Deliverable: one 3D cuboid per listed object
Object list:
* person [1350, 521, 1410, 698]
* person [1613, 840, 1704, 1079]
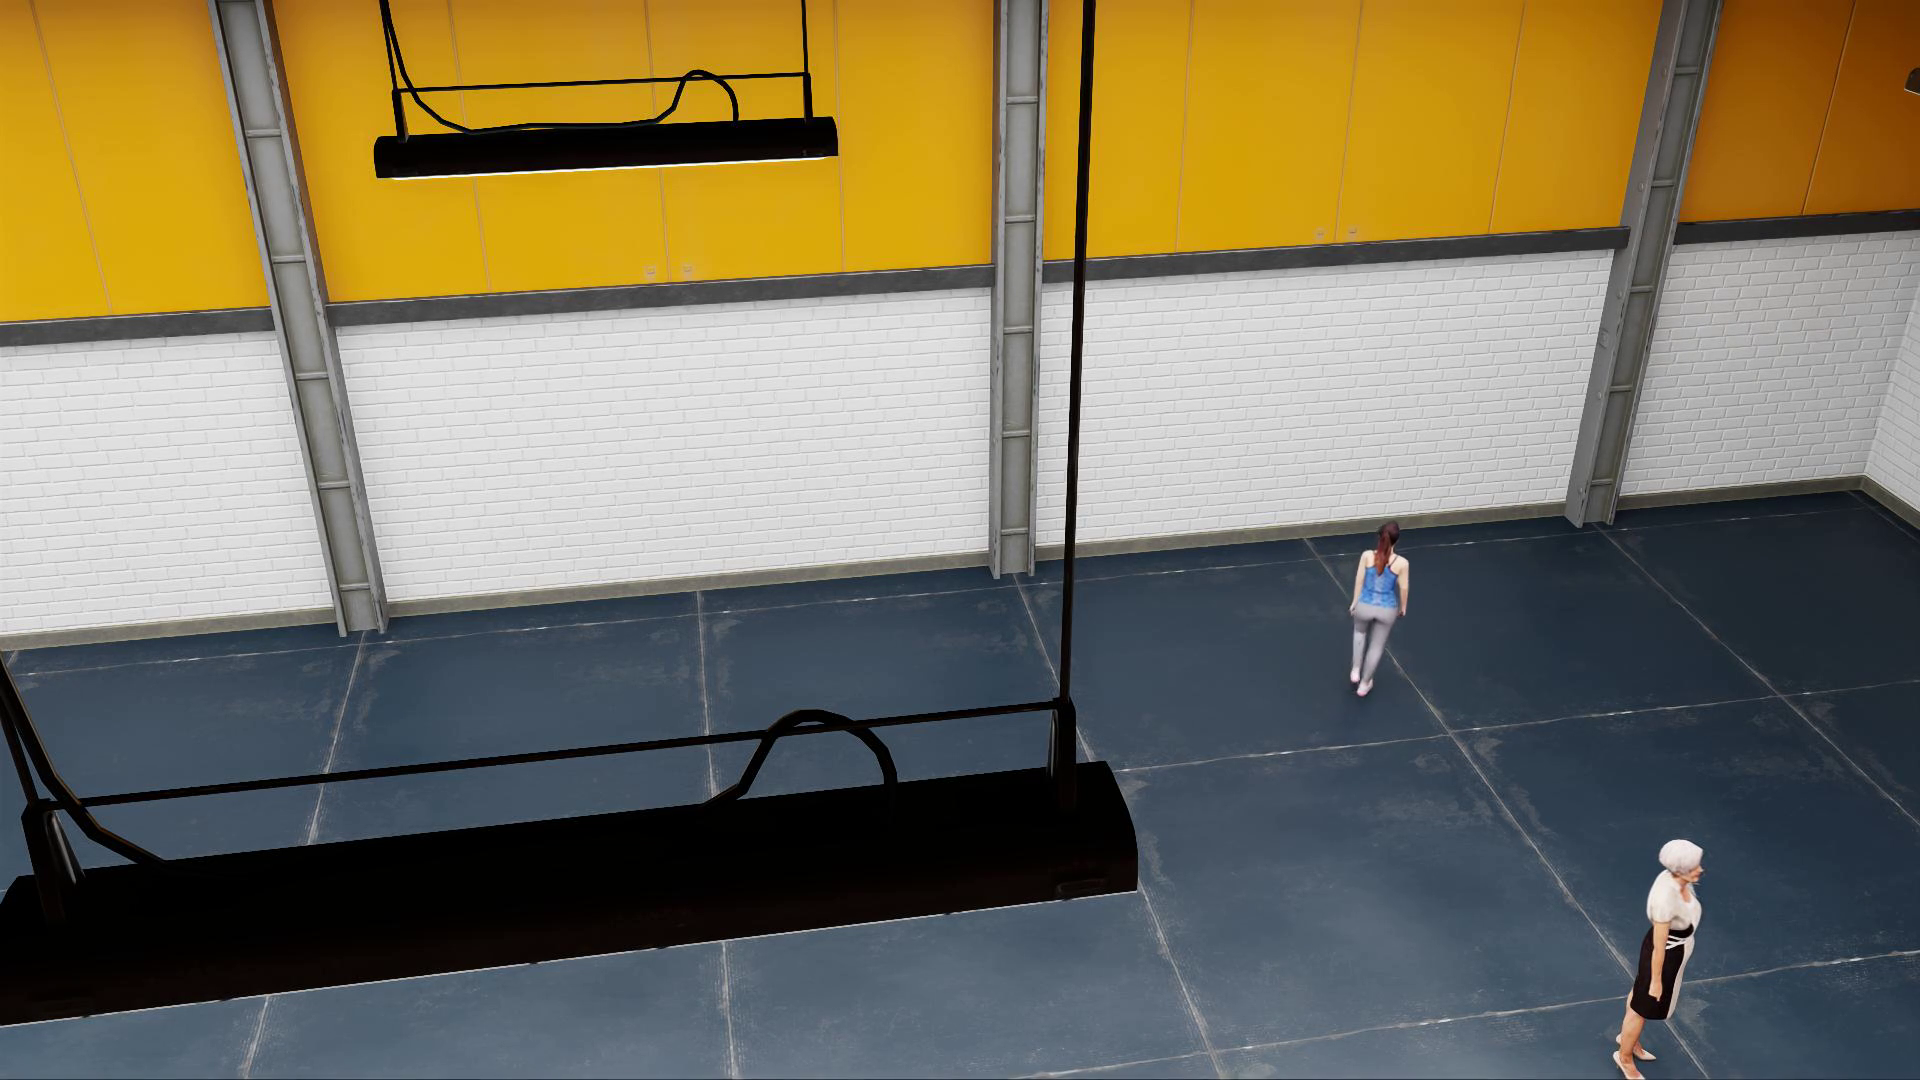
[{"bbox_3d":[3.434,0.603,13.782,0.712,1.600,0.785,11,31,20],"label":"person"},{"bbox_3d":[4.222,2.536,10.075,0.738,1.756,0.698,16,32,26],"label":"person"}]
